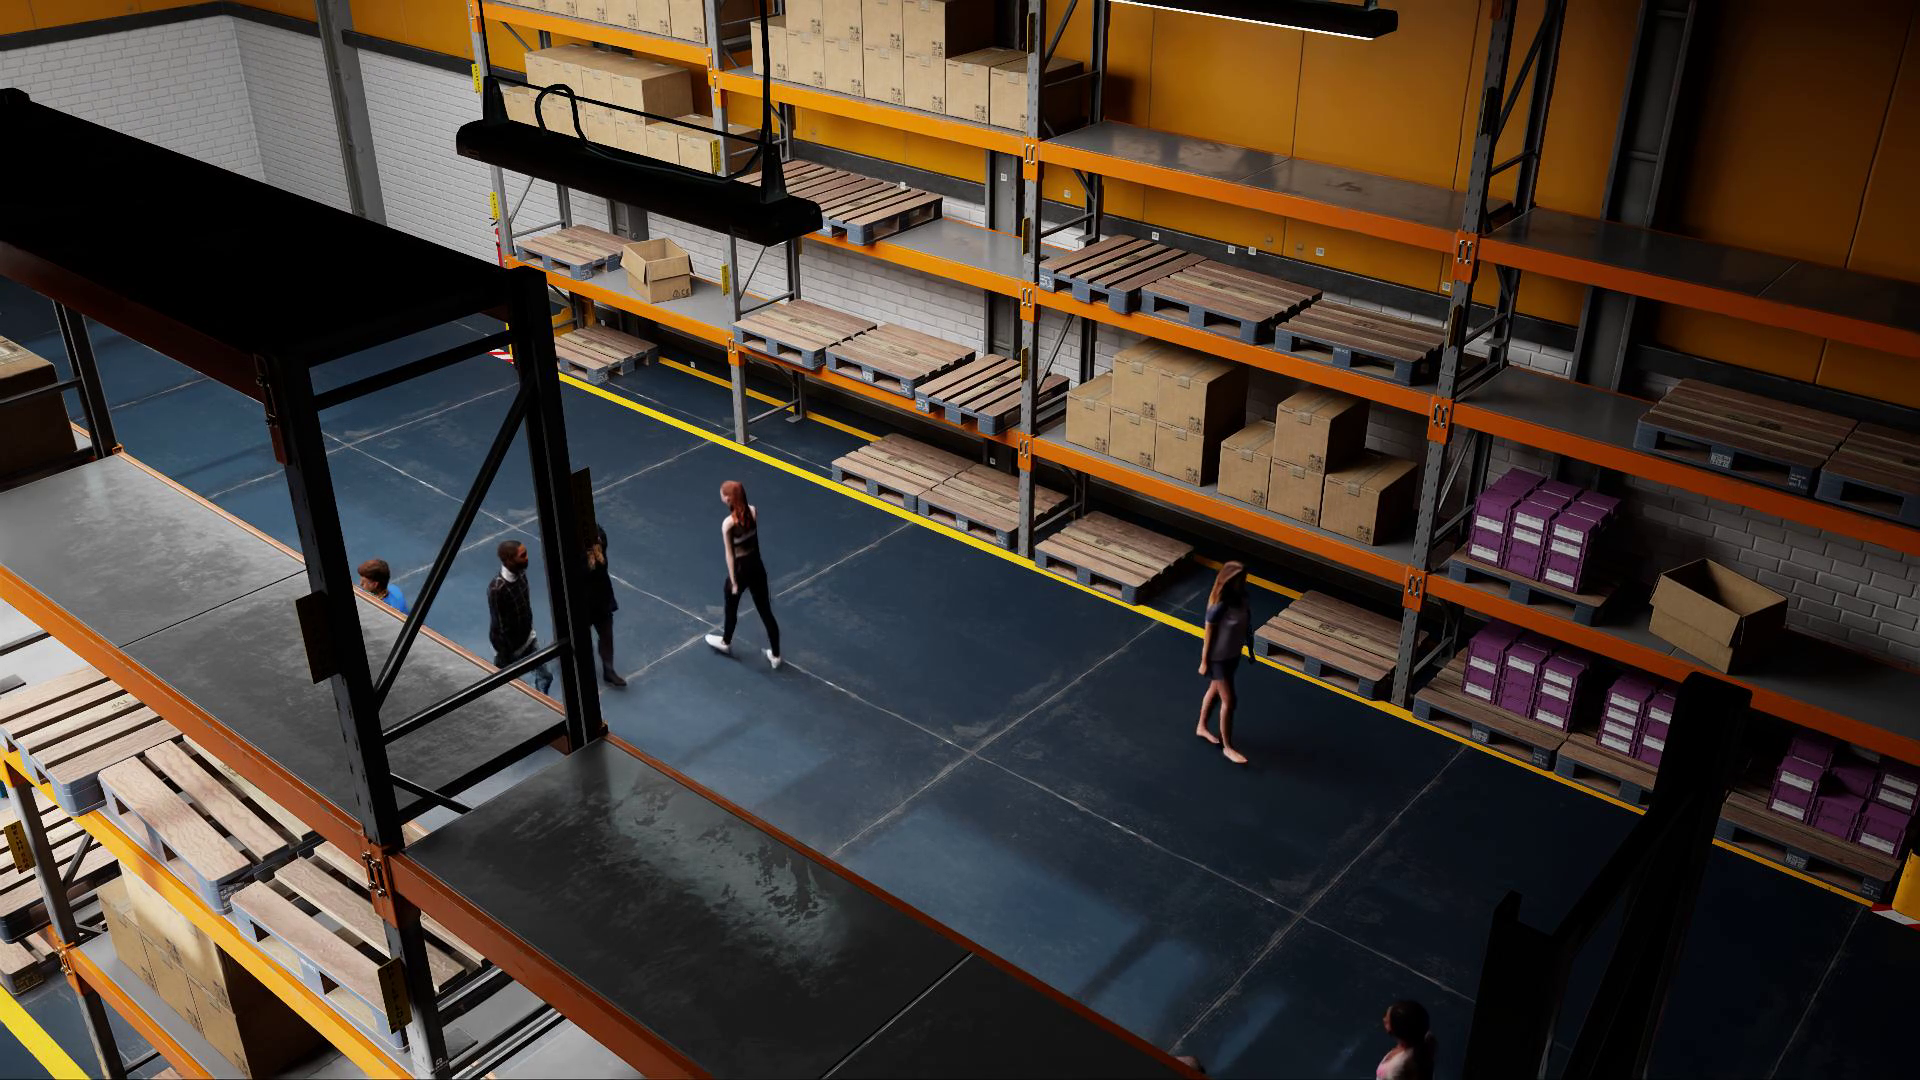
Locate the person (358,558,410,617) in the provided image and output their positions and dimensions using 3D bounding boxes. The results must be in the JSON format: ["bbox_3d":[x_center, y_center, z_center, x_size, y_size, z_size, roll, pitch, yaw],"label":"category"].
[{"bbox_3d":[-4.242,0.949,12.899,1.182,1.819,1.198,-6,29,-11],"label":"person"}]

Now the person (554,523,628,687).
[{"bbox_3d":[-3.184,0.465,13.956,1.008,1.656,0.696,19,34,31],"label":"person"}]

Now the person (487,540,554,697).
[{"bbox_3d":[-3.621,0.802,13.195,0.973,1.793,0.908,11,30,19],"label":"person"}]

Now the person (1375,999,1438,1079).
[{"bbox_3d":[2.447,3.213,8.894,0.727,1.679,1.173,-23,36,-36],"label":"person"}]

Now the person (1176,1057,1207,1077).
[{"bbox_3d":[1.062,3.321,8.534,0.945,1.835,1.289,-16,33,-27],"label":"person"}]

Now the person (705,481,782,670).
[{"bbox_3d":[-1.767,0.329,14.167,1.015,1.692,0.644,21,35,34],"label":"person"}]

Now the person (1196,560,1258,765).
[{"bbox_3d":[2.011,0.886,13.127,0.669,1.711,0.821,-25,37,-38],"label":"person"}]
